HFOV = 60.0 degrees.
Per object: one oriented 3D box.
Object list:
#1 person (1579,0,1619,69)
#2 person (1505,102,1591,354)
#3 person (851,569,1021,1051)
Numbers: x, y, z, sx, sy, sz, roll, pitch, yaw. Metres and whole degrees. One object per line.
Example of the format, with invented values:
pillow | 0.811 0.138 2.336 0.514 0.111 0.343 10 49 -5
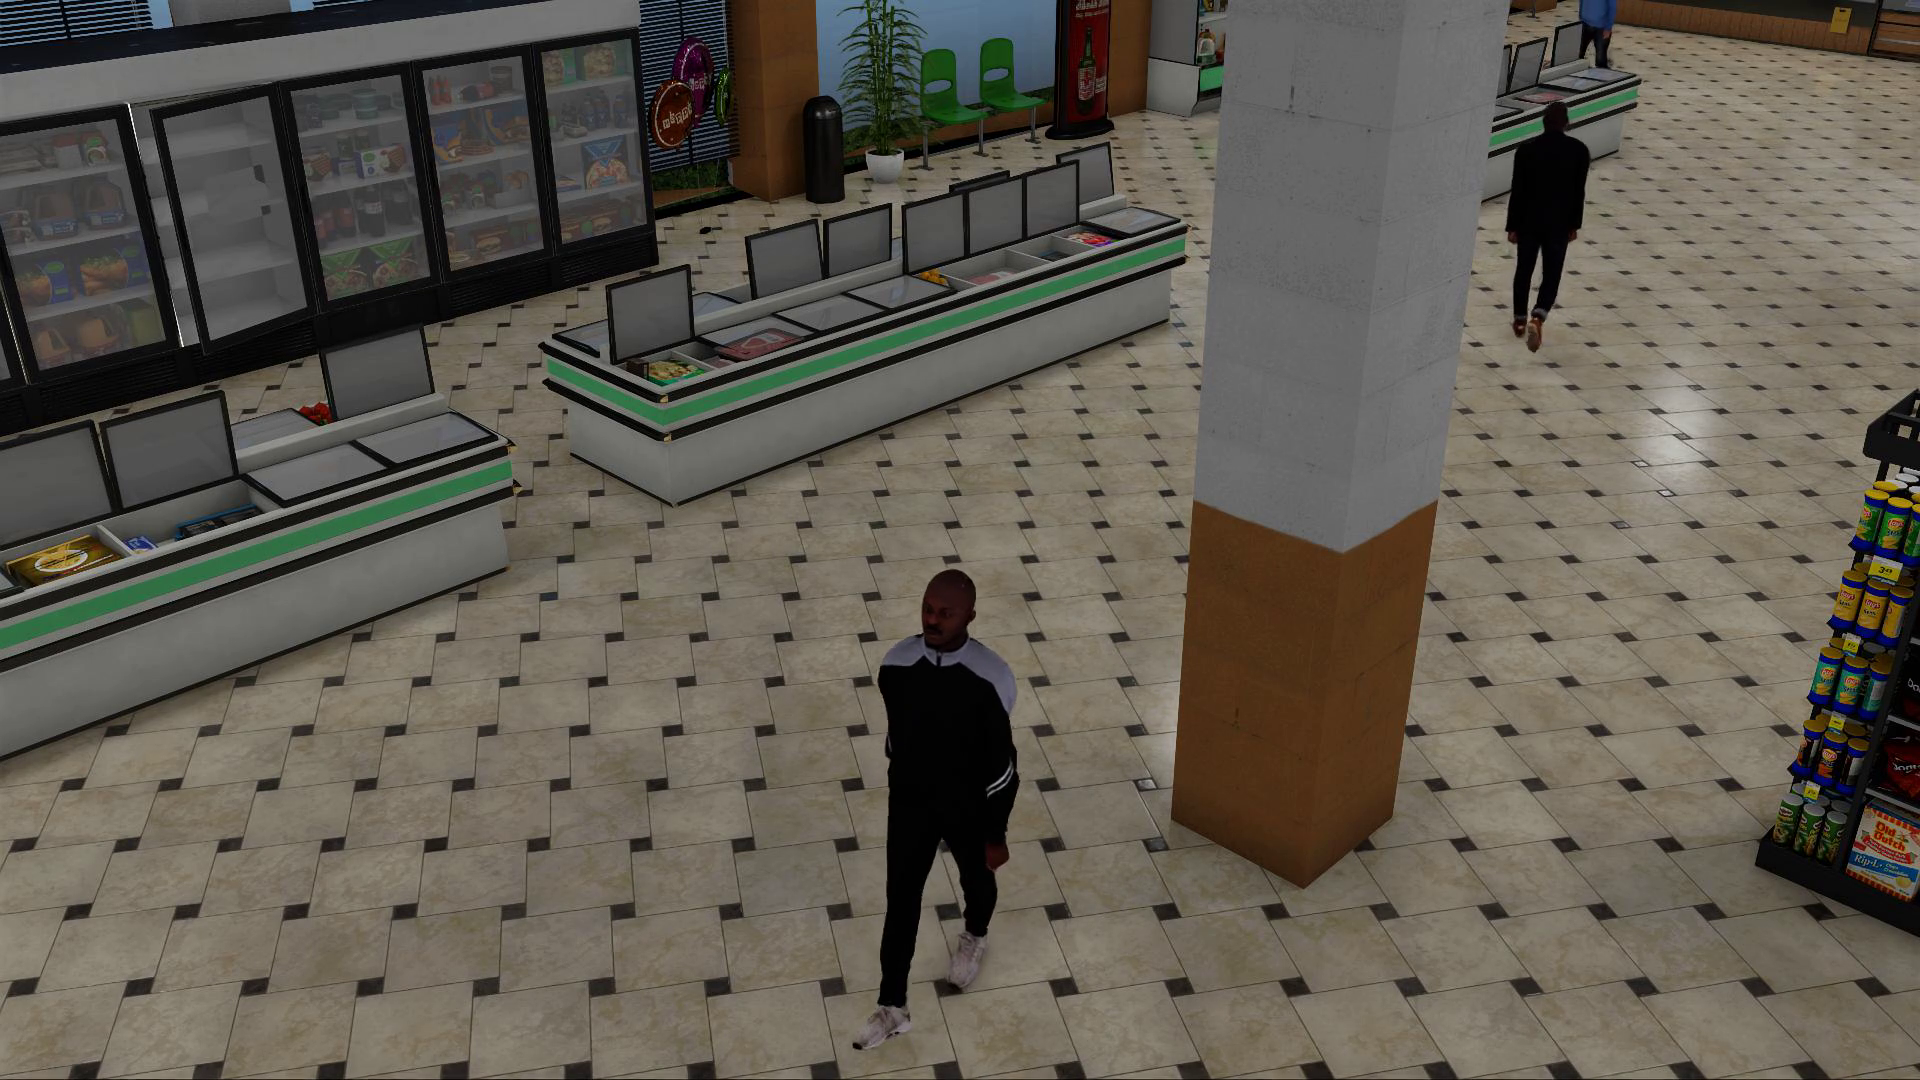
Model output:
person | 7.696 -6.198 19.996 1.141 1.768 0.716 -22 34 -36
person | 4.292 -2.276 12.229 0.960 1.797 1.207 10 29 20
person | -0.008 0.880 6.003 0.985 1.800 1.207 10 29 19
